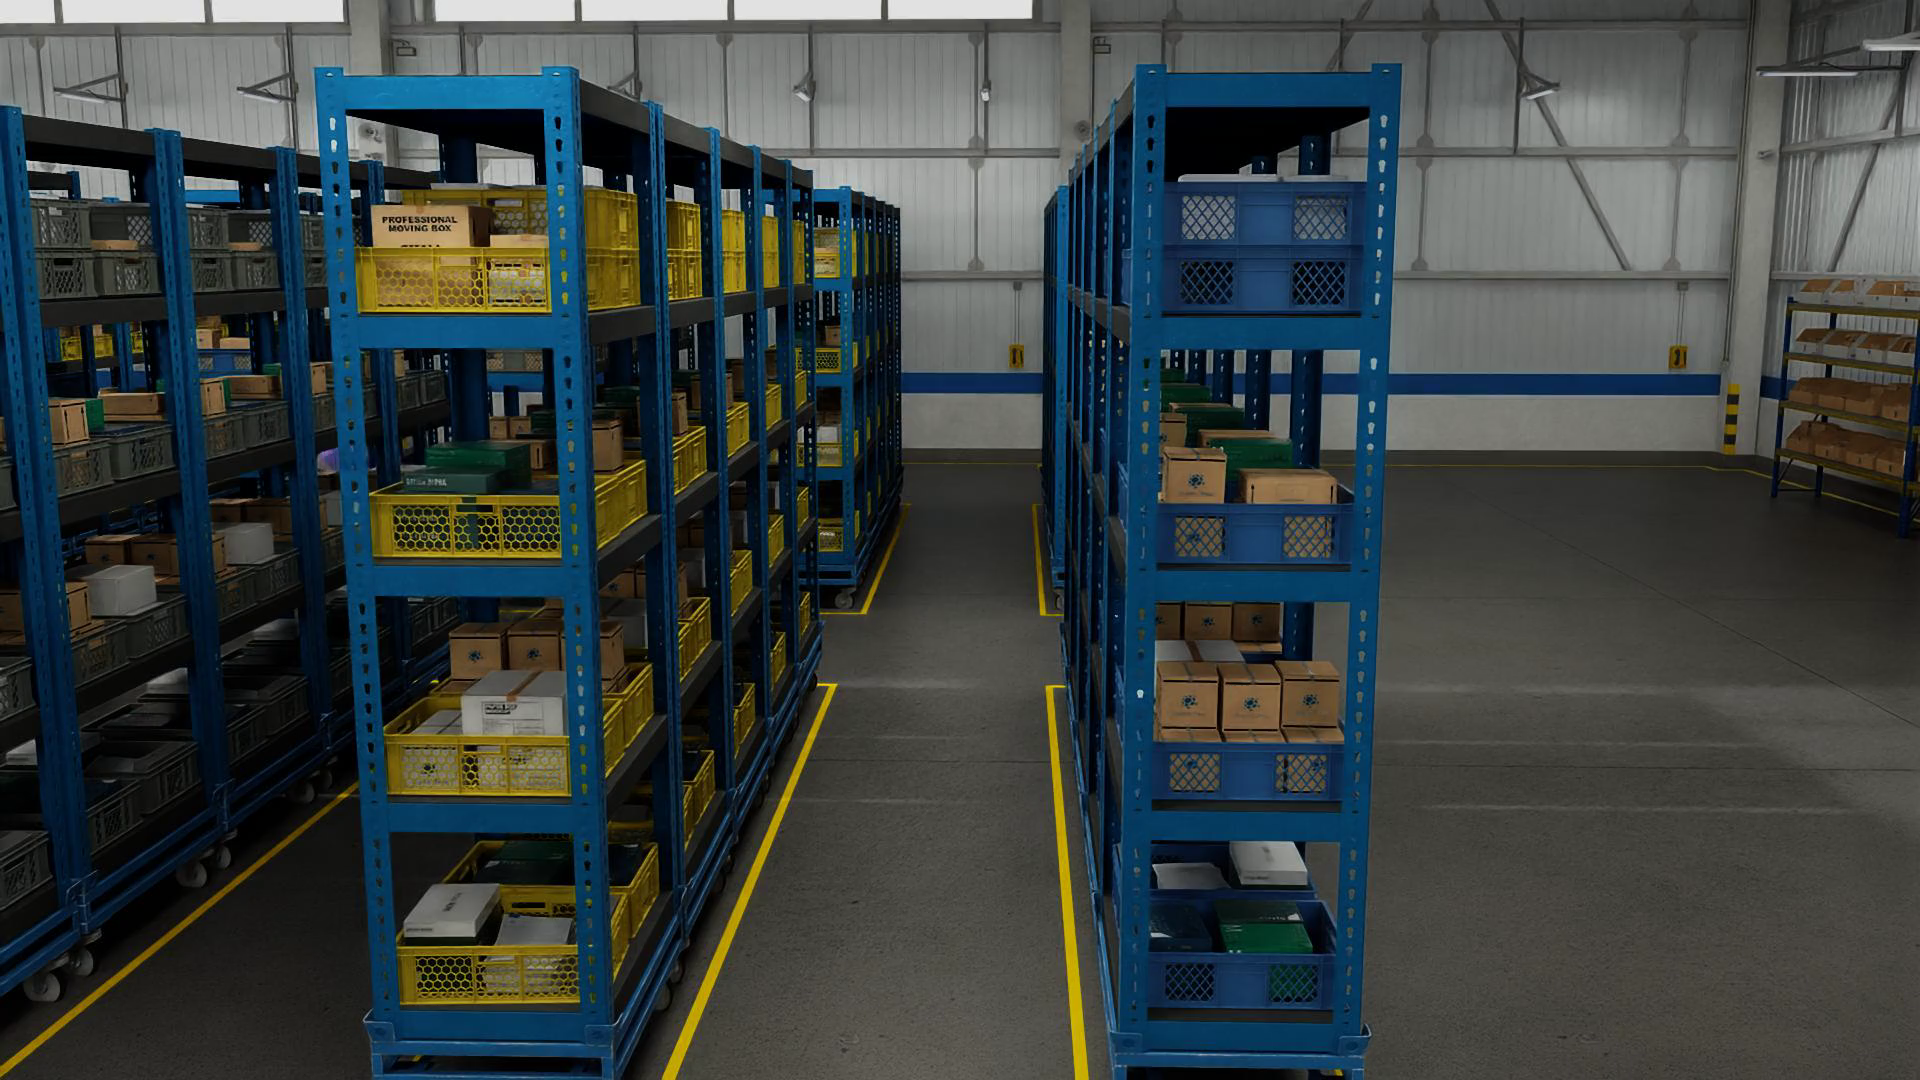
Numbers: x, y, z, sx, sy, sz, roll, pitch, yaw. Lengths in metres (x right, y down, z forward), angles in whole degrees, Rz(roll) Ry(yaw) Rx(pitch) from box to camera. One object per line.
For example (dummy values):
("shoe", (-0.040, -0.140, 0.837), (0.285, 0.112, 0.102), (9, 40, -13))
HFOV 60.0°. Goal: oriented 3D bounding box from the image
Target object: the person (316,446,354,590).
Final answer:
("person", (-4.952, -0.149, 13.386), (0.453, 1.830, 0.561), (2, 10, 13))
